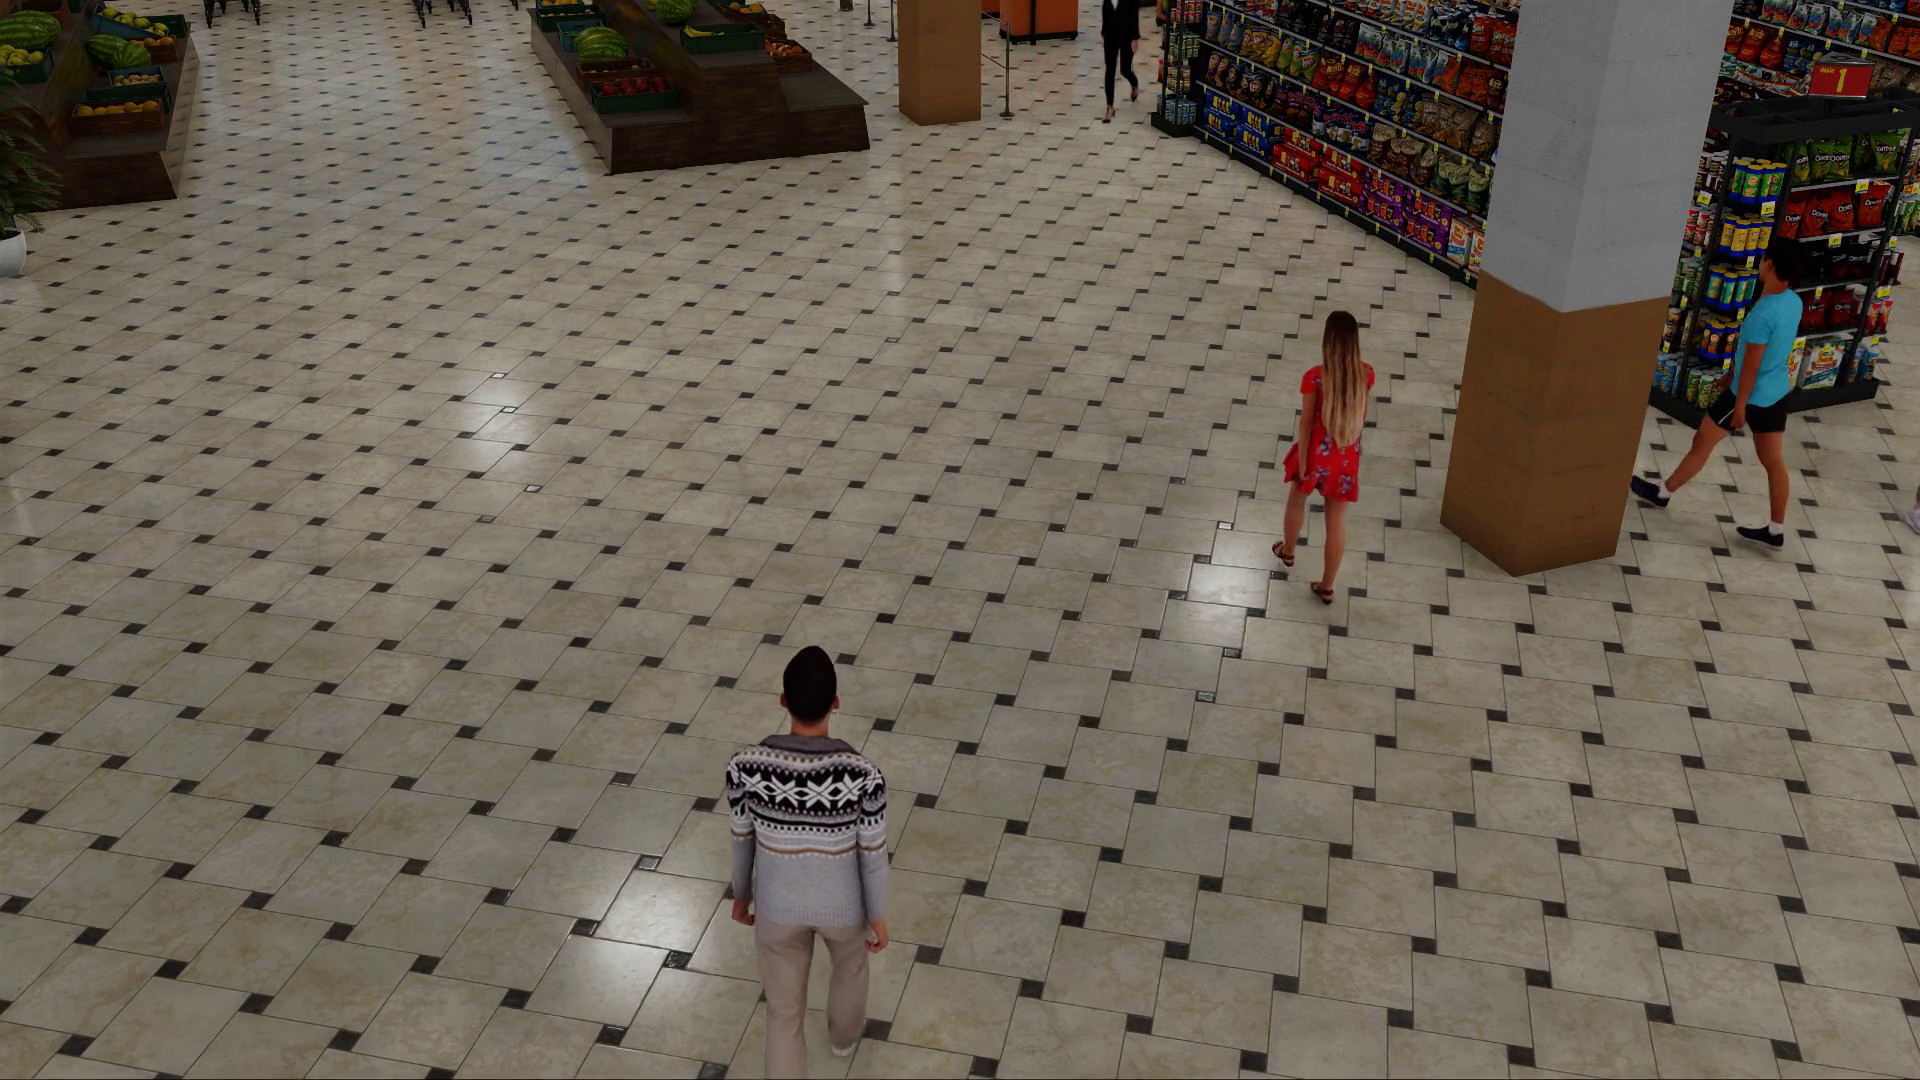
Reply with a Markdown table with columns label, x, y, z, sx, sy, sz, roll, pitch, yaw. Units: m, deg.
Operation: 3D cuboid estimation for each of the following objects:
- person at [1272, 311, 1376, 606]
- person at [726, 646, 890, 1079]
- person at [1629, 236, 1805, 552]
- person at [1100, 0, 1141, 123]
| label | x | y | z | sx | sy | sz | roll | pitch | yaw |
| --- | --- | --- | --- | --- | --- | --- | --- | --- | --- |
| person | 1.948 | -0.389 | 8.668 | 0.689 | 1.569 | 0.902 | -2 | 29 | -4 |
| person | -0.500 | 1.223 | 5.424 | 0.972 | 1.849 | 1.248 | 0 | 29 | 1 |
| person | 4.486 | -0.748 | 9.167 | 0.914 | 1.722 | 1.232 | -23 | 36 | -36 |
| person | 1.724 | -5.256 | 17.464 | 1.012 | 1.682 | 1.049 | 15 | 32 | 25 |
